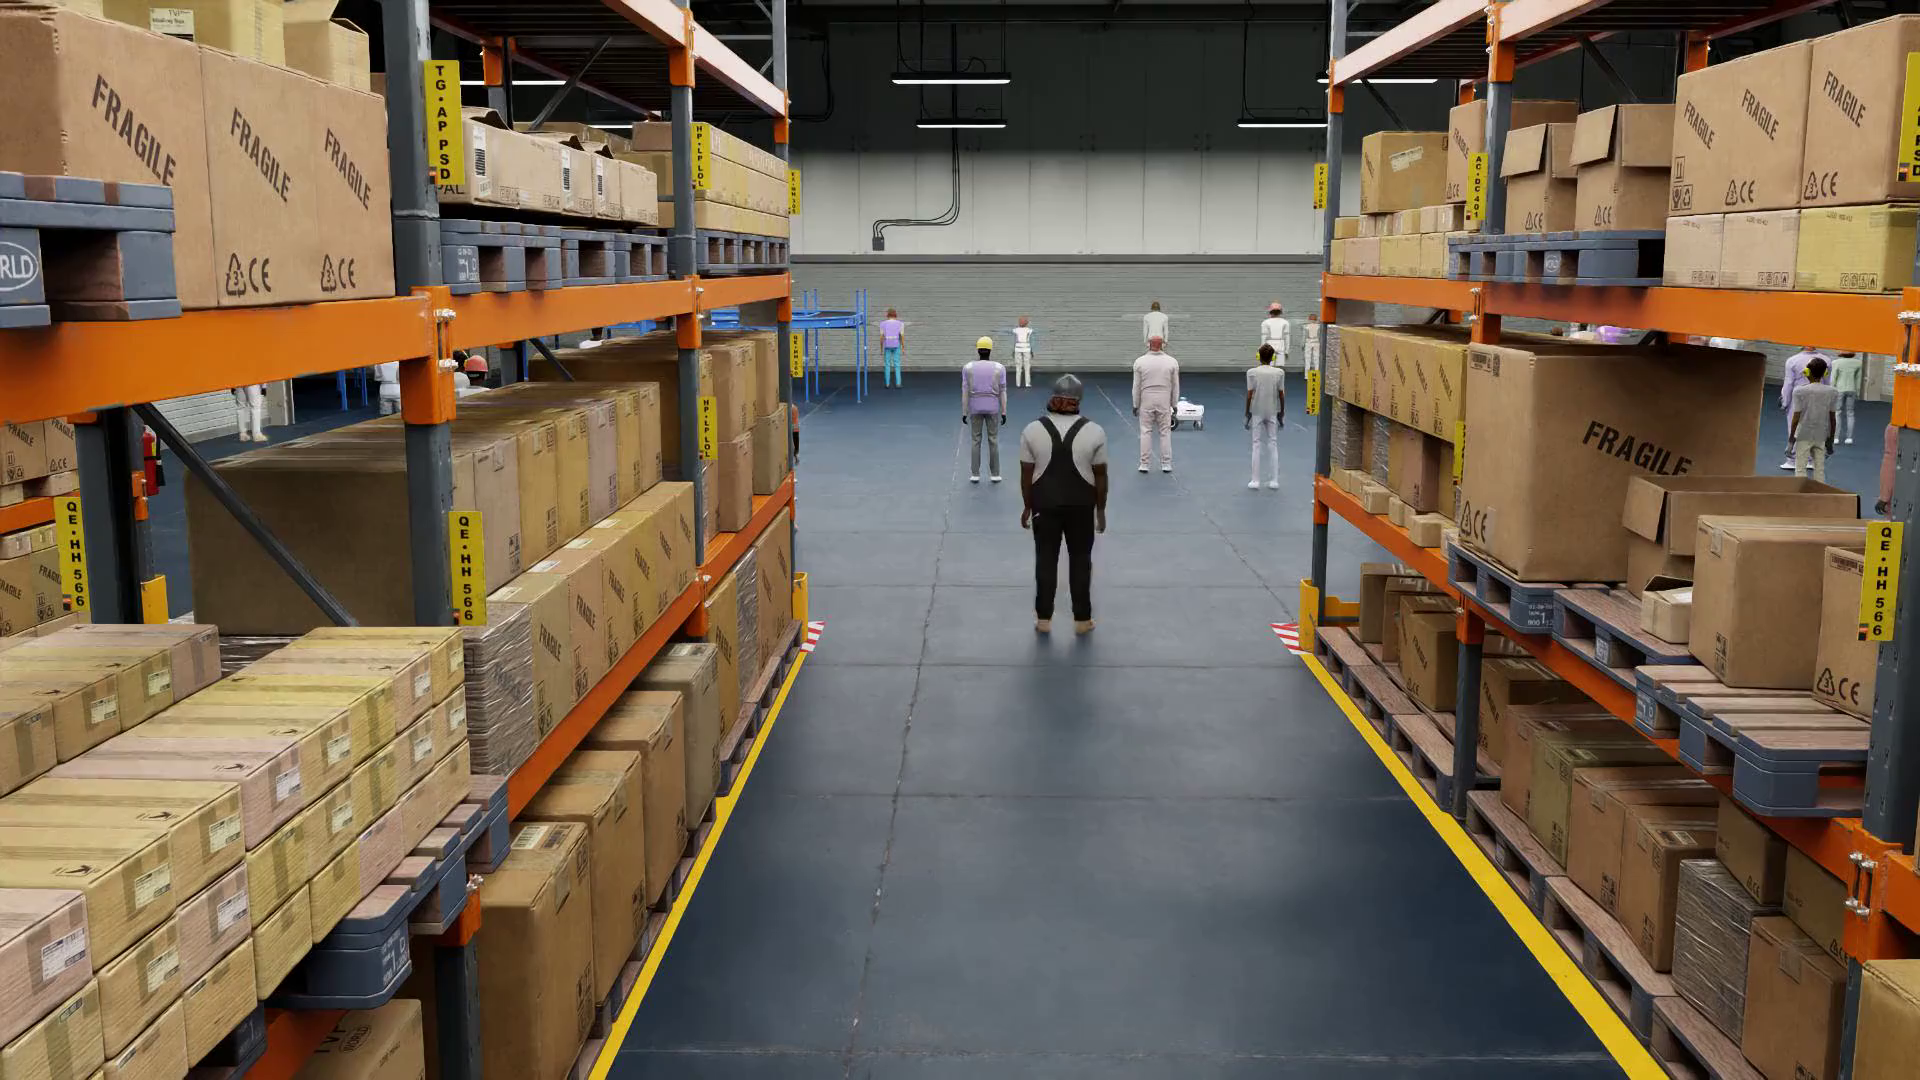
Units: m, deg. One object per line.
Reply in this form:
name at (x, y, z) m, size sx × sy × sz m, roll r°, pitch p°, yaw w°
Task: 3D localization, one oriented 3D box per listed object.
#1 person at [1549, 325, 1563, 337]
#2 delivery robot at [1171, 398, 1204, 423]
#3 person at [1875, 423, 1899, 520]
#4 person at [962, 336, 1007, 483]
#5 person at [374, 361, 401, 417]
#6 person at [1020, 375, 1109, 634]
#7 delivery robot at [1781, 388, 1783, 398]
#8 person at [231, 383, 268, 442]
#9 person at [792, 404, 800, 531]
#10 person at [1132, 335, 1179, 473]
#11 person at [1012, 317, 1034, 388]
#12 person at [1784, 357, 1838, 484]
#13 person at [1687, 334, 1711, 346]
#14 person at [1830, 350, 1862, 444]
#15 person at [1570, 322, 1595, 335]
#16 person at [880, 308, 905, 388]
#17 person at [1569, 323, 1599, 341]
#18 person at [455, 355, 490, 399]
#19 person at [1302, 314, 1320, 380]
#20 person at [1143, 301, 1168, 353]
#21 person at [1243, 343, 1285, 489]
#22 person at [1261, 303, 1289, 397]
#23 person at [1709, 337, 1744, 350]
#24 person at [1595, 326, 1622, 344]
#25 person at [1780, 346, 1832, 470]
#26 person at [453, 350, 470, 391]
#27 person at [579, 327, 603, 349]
person at (10.037, -2.698, 28.102) m, size 0.633 × 1.841 × 0.429 m, roll 0°, pitch 9°, yaw 1°
delivery robot at (3.902, -2.247, 29.093) m, size 0.707 × 0.478 × 0.477 m, roll 0°, pitch 10°, yaw 1°
person at (8.058, -0.382, 14.042) m, size 0.651 × 1.904 × 0.403 m, roll 0°, pitch 9°, yaw 1°
person at (0.321, -1.726, 22.023) m, size 0.594 × 1.924 × 0.381 m, roll 0°, pitch 9°, yaw 1°
person at (-8.716, -2.208, 25.596) m, size 0.540 × 1.695 × 0.317 m, roll 0°, pitch 9°, yaw 1°
person at (0.834, -0.284, 13.172) m, size 0.703 × 2.000 × 0.538 m, roll 1°, pitch 10°, yaw 9°
delivery robot at (16.736, -2.908, 33.050) m, size 0.707 × 0.478 × 0.477 m, roll 0°, pitch 10°, yaw -2°
person at (-11.599, -2.523, 27.125) m, size 0.653 × 1.831 × 0.433 m, roll 2°, pitch 10°, yaw 10°
person at (-1.982, -0.925, 17.912) m, size 0.540 × 1.695 × 0.317 m, roll 0°, pitch 9°, yaw 1°
person at (2.709, -1.889, 23.067) m, size 0.651 × 1.904 × 0.403 m, roll 0°, pitch 9°, yaw 1°
person at (1.472, -4.373, 38.792) m, size 0.533 × 1.629 × 0.327 m, roll 1°, pitch 10°, yaw 8°
person at (9.375, -1.080, 18.332) m, size 0.533 × 1.868 × 0.310 m, roll 0°, pitch 9°, yaw 1°
person at (16.564, -4.298, 37.492) m, size 0.651 × 1.906 × 0.403 m, roll 0°, pitch 9°, yaw 1°
person at (14.168, -2.353, 26.656) m, size 0.507 × 1.631 × 0.266 m, roll 0°, pitch 9°, yaw 1°
person at (14.934, -4.728, 39.949) m, size 0.615 × 1.943 × 0.409 m, roll 0°, pitch 9°, yaw 1°
person at (-1.571, -4.437, 38.512) m, size 0.570 × 1.840 × 0.373 m, roll 0°, pitch 9°, yaw 1°
person at (11.775, -3.299, 31.513) m, size 0.629 × 1.915 × 0.452 m, roll -1°, pitch 10°, yaw -8°
person at (-5.037, -0.965, 17.441) m, size 0.551 × 1.932 × 0.378 m, roll 0°, pitch 9°, yaw 1°
person at (8.727, -4.786, 41.212) m, size 0.522 × 1.638 × 0.310 m, roll 0°, pitch 9°, yaw 1°
person at (4.854, -4.951, 41.308) m, size 0.635 × 1.936 × 0.356 m, roll 0°, pitch 9°, yaw 1°
person at (3.918, -1.594, 21.406) m, size 0.533 × 1.868 × 0.310 m, roll 0°, pitch 9°, yaw 1°
person at (6.843, -4.129, 36.167) m, size 0.652 × 2.031 × 0.433 m, roll -1°, pitch 10°, yaw -5°
person at (13.485, -2.968, 29.352) m, size 0.613 × 1.961 × 0.368 m, roll 0°, pitch 9°, yaw 1°
person at (13.285, -3.758, 34.170) m, size 0.551 × 1.932 × 0.378 m, roll 0°, pitch 9°, yaw 1°
person at (11.825, -1.930, 23.307) m, size 0.651 × 1.906 × 0.403 m, roll 0°, pitch 9°, yaw 1°
person at (-5.999, -1.361, 20.022) m, size 0.533 × 1.864 × 0.310 m, roll 0°, pitch 9°, yaw 1°
person at (-6.027, -2.672, 27.724) m, size 0.596 × 1.914 × 0.373 m, roll 0°, pitch 9°, yaw 1°
